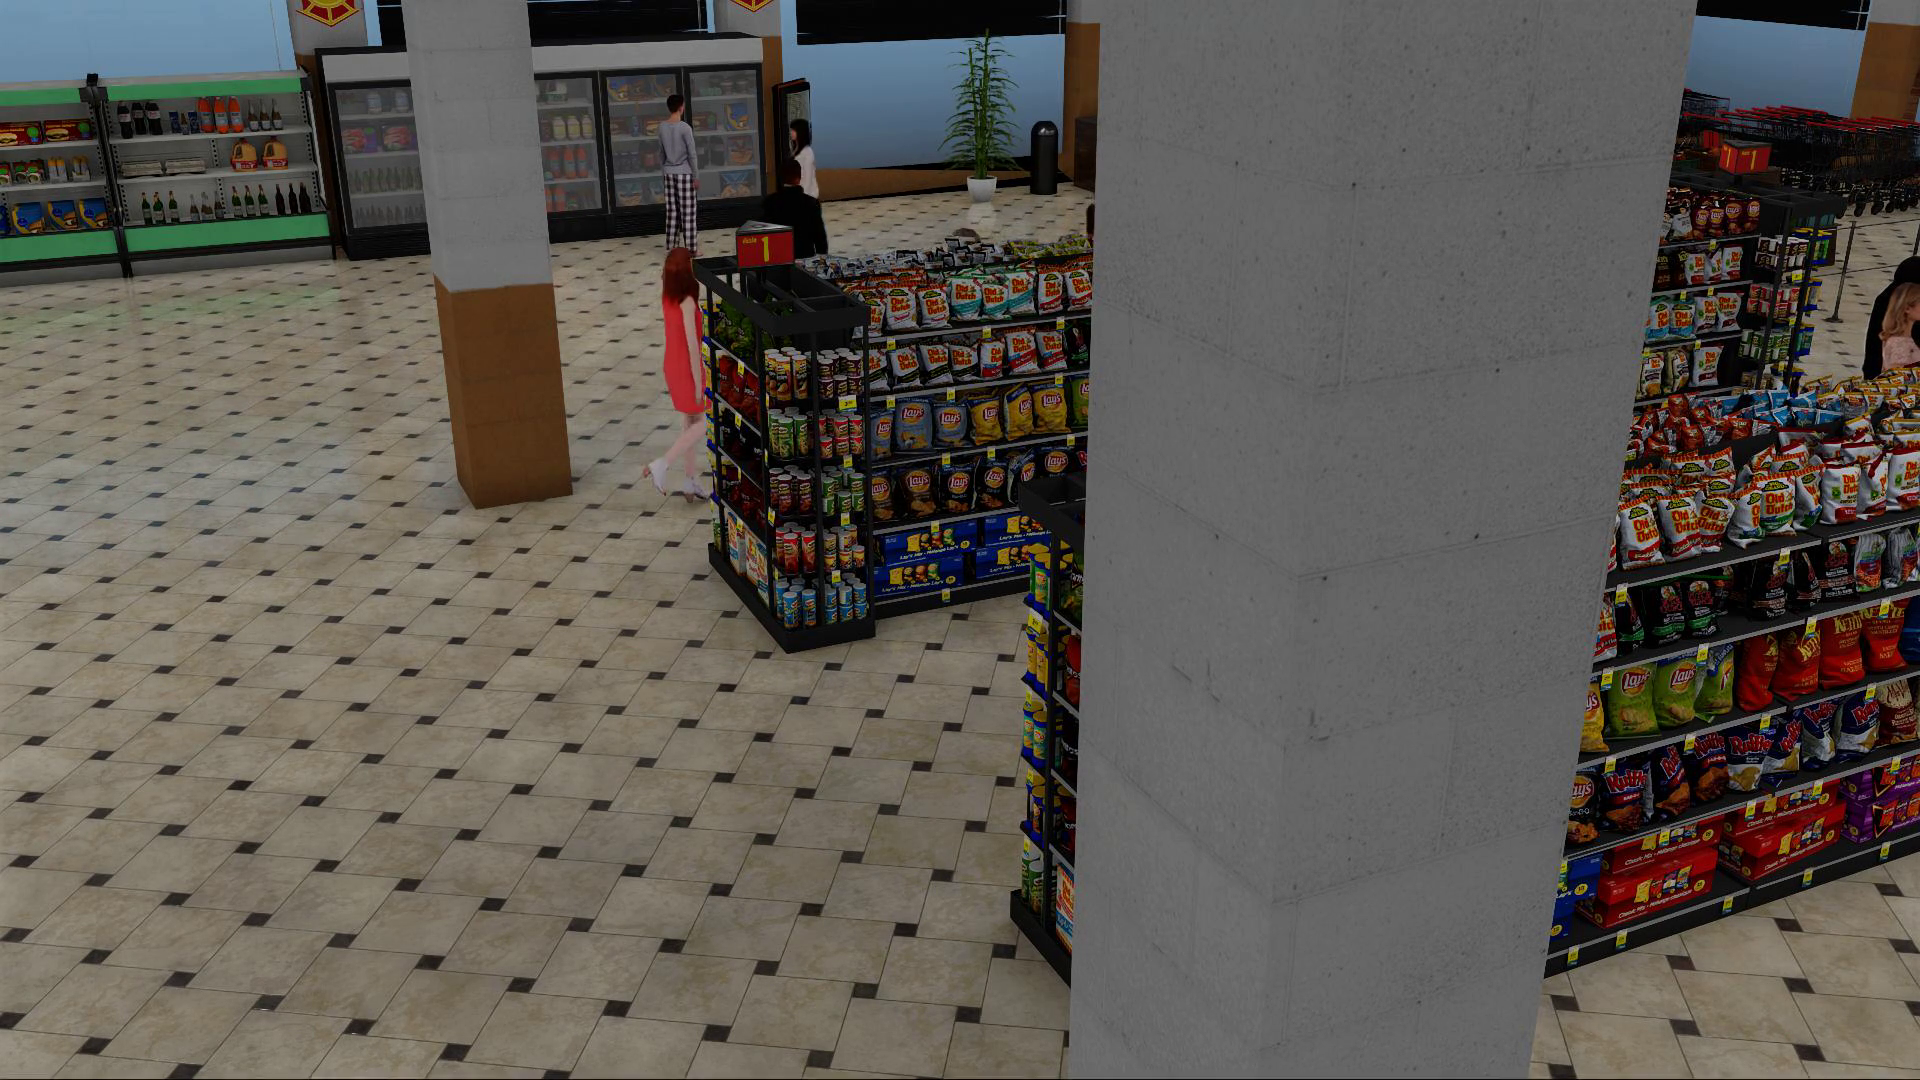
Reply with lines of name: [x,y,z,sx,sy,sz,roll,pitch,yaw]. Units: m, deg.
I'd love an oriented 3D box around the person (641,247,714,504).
person: [-1.988,-1.093,11.521,0.819,1.807,0.675,-11,25,-26]

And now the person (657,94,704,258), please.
person: [-3.242,-4.199,19.196,0.699,1.847,0.748,9,24,21]

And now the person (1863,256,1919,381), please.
person: [6.882,-1.281,12.243,0.678,1.617,0.686,-15,26,-33]

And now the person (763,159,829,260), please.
person: [-1.461,-2.327,14.521,1.322,1.860,1.225,2,22,6]

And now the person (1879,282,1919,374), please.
person: [5.888,-0.740,10.631,0.698,1.815,0.631,9,23,20]
